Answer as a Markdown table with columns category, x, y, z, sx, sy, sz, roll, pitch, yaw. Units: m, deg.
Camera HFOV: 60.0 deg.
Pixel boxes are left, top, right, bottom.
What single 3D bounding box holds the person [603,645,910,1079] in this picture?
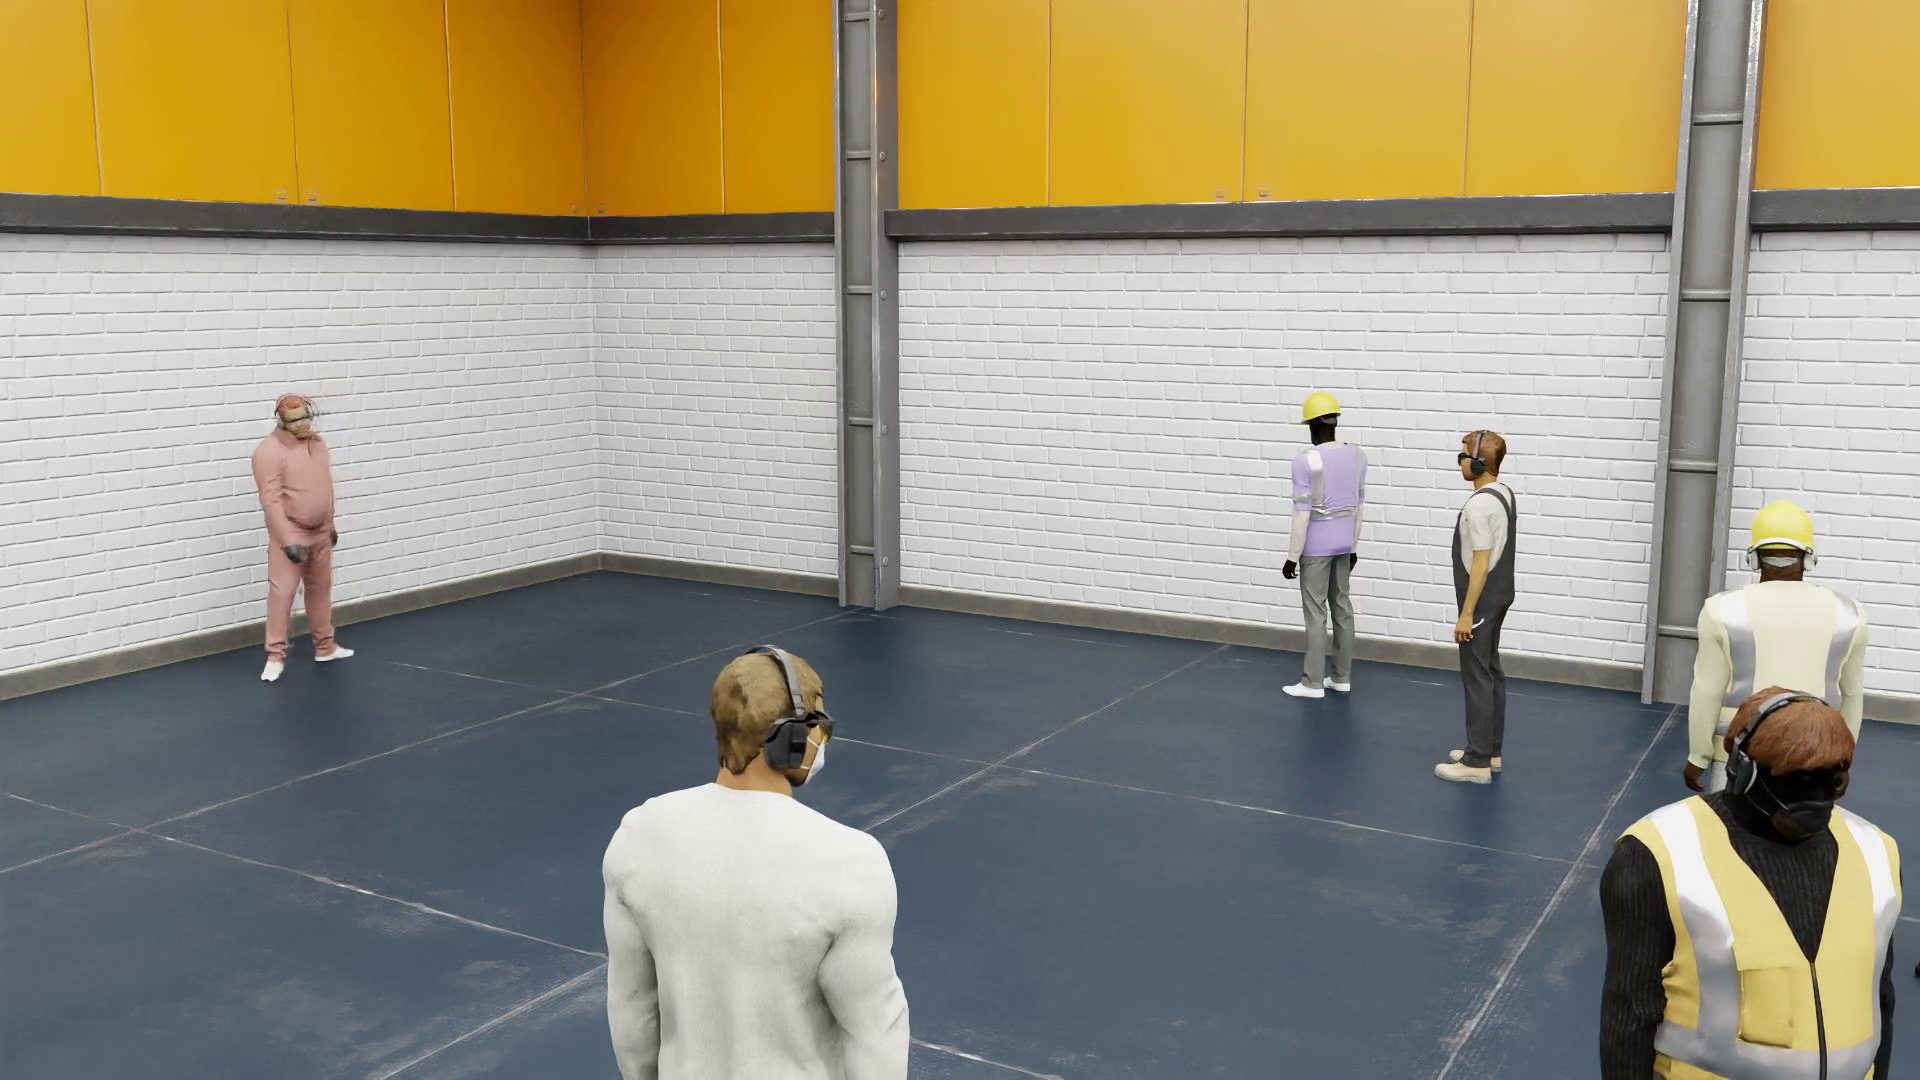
| category | x | y | z | sx | sy | sz | roll | pitch | yaw |
| --- | --- | --- | --- | --- | --- | --- | --- | --- | --- |
| person | -0.391 | 1.164 | 3.284 | 0.635 | 1.933 | 0.352 | 4 | 10 | 23 |

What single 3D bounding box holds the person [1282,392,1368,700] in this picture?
| category | x | y | z | sx | sy | sz | roll | pitch | yaw |
| --- | --- | --- | --- | --- | --- | --- | --- | --- | --- |
| person | 2.254 | 0.039 | 10.365 | 0.585 | 1.917 | 0.381 | -6 | 11 | -32 |

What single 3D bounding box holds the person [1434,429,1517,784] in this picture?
| category | x | y | z | sx | sy | sz | roll | pitch | yaw |
| --- | --- | --- | --- | --- | --- | --- | --- | --- | --- |
| person | 2.710 | 0.344 | 8.681 | 0.330 | 1.844 | 0.520 | 6 | 11 | 33 |

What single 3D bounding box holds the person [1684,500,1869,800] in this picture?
| category | x | y | z | sx | sy | sz | roll | pitch | yaw |
| --- | --- | --- | --- | --- | --- | --- | --- | --- | --- |
| person | 2.965 | 0.765 | 6.101 | 0.596 | 1.828 | 0.403 | 1 | 9 | 8 |

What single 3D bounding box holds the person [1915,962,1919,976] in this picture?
| category | x | y | z | sx | sy | sz | roll | pitch | yaw |
| --- | --- | --- | --- | --- | --- | --- | --- | --- | --- |
| person | 3.787 | 0.732 | 5.974 | 0.375 | 1.935 | 0.550 | -3 | 10 | -19 |

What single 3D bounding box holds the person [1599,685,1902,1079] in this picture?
| category | x | y | z | sx | sy | sz | roll | pitch | yaw |
| --- | --- | --- | --- | --- | --- | --- | --- | --- | --- |
| person | 1.609 | 1.198 | 3.384 | 0.624 | 1.840 | 0.429 | -1 | 9 | -7 |

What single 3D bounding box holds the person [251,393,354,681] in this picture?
| category | x | y | z | sx | sy | sz | roll | pitch | yaw |
| --- | --- | --- | --- | --- | --- | --- | --- | --- | --- |
| person | -4.354 | -0.046 | 11.079 | 0.396 | 1.875 | 0.816 | 3 | 10 | 19 |
